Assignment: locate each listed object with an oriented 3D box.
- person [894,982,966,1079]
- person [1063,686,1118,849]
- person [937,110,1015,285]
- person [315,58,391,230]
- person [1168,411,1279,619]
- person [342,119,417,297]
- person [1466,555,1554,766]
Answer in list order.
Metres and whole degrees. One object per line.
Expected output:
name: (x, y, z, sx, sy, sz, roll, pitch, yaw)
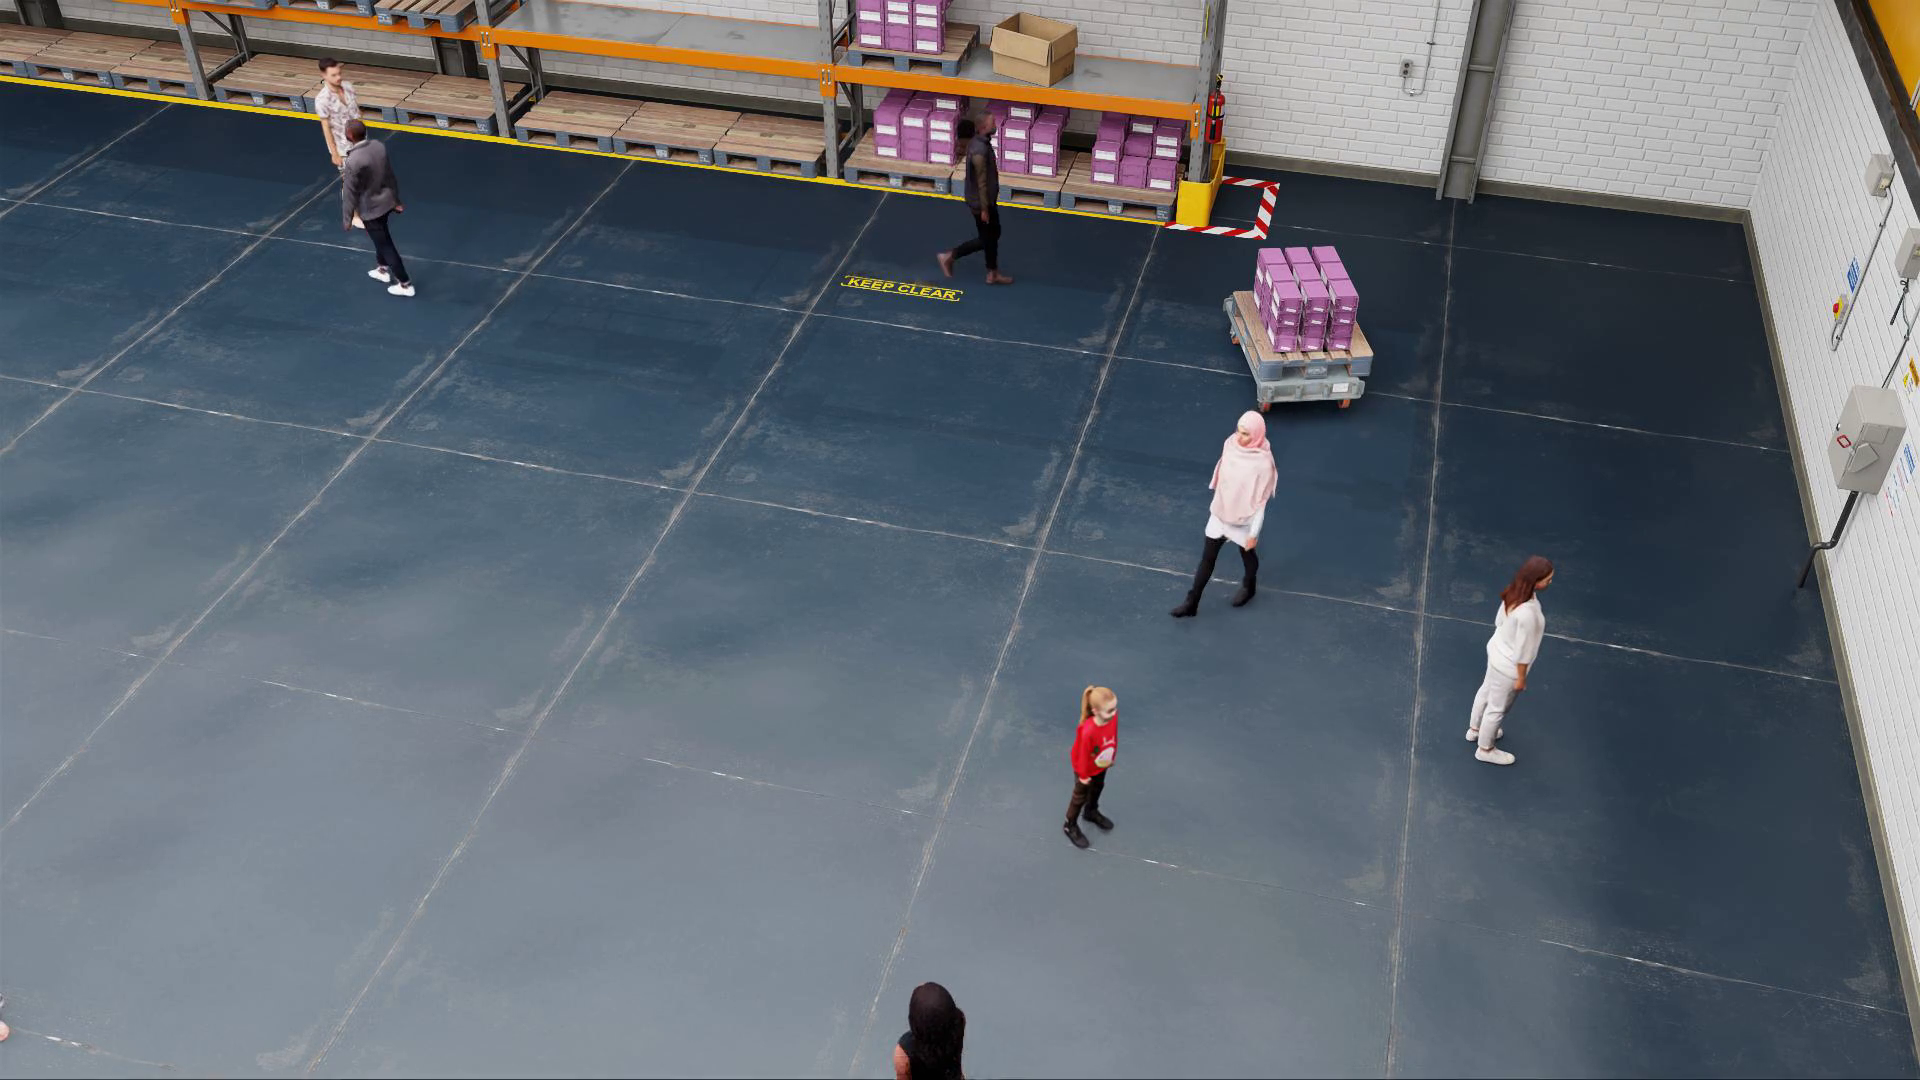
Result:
person: (-0.102, 2.877, 8.453, 0.954, 1.716, 1.132, -29, 47, -32)
person: (0.844, 1.424, 10.624, 0.601, 1.278, 0.570, 32, 48, 33)
person: (0.157, -3.265, 16.061, 1.040, 1.820, 0.793, 4, 39, 4)
person: (-6.317, -4.107, 17.125, 0.645, 1.807, 0.726, 18, 42, 21)
person: (2.119, -0.203, 12.264, 1.051, 1.774, 1.088, -29, 47, -31)
person: (-5.515, -3.143, 15.926, 0.845, 1.797, 0.727, 10, 40, 12)
person: (3.661, 0.784, 11.096, 0.629, 1.689, 0.655, -1, 39, -1)
